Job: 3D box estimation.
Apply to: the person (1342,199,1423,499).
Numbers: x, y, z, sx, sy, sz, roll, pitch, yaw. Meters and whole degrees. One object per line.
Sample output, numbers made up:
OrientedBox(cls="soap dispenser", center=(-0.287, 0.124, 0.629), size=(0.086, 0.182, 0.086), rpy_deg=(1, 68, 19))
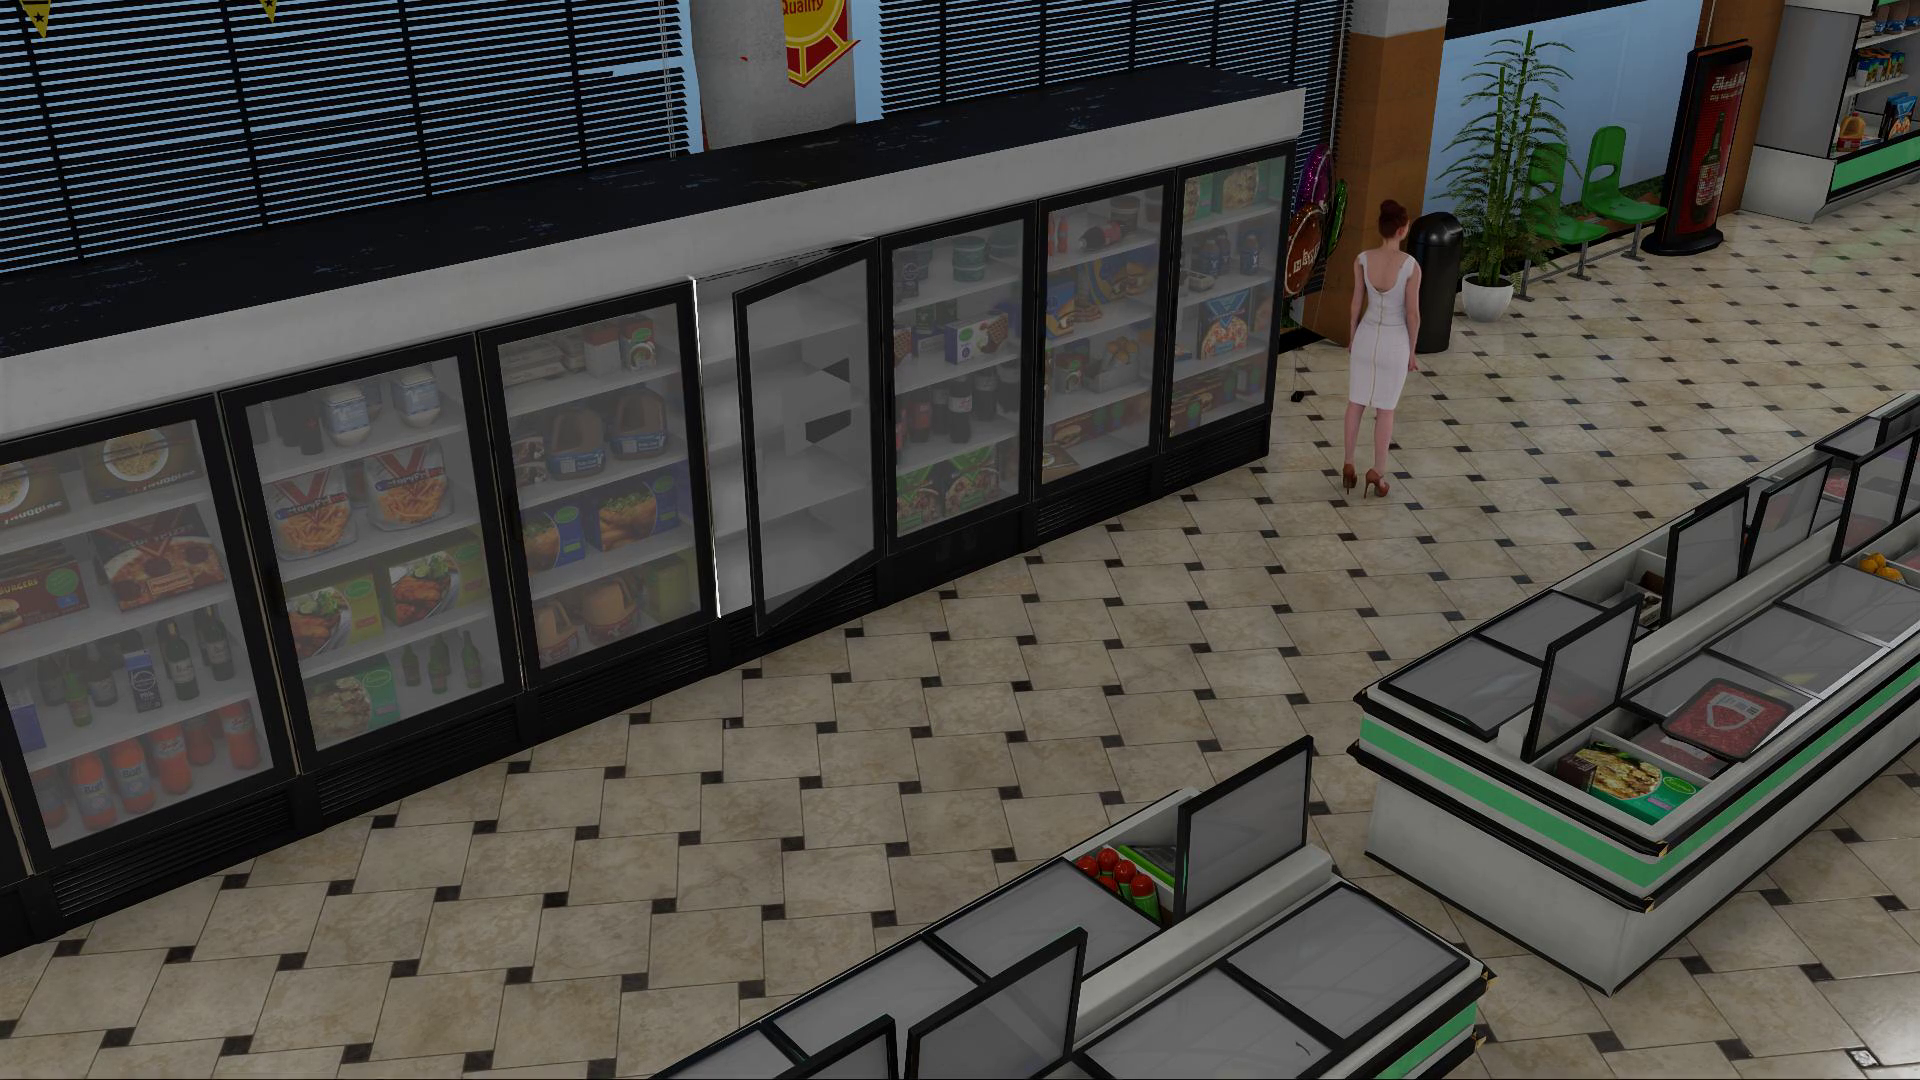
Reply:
OrientedBox(cls="person", center=(2.427, -1.100, 9.654), size=(0.618, 1.793, 0.545), rpy_deg=(20, 33, 34))
